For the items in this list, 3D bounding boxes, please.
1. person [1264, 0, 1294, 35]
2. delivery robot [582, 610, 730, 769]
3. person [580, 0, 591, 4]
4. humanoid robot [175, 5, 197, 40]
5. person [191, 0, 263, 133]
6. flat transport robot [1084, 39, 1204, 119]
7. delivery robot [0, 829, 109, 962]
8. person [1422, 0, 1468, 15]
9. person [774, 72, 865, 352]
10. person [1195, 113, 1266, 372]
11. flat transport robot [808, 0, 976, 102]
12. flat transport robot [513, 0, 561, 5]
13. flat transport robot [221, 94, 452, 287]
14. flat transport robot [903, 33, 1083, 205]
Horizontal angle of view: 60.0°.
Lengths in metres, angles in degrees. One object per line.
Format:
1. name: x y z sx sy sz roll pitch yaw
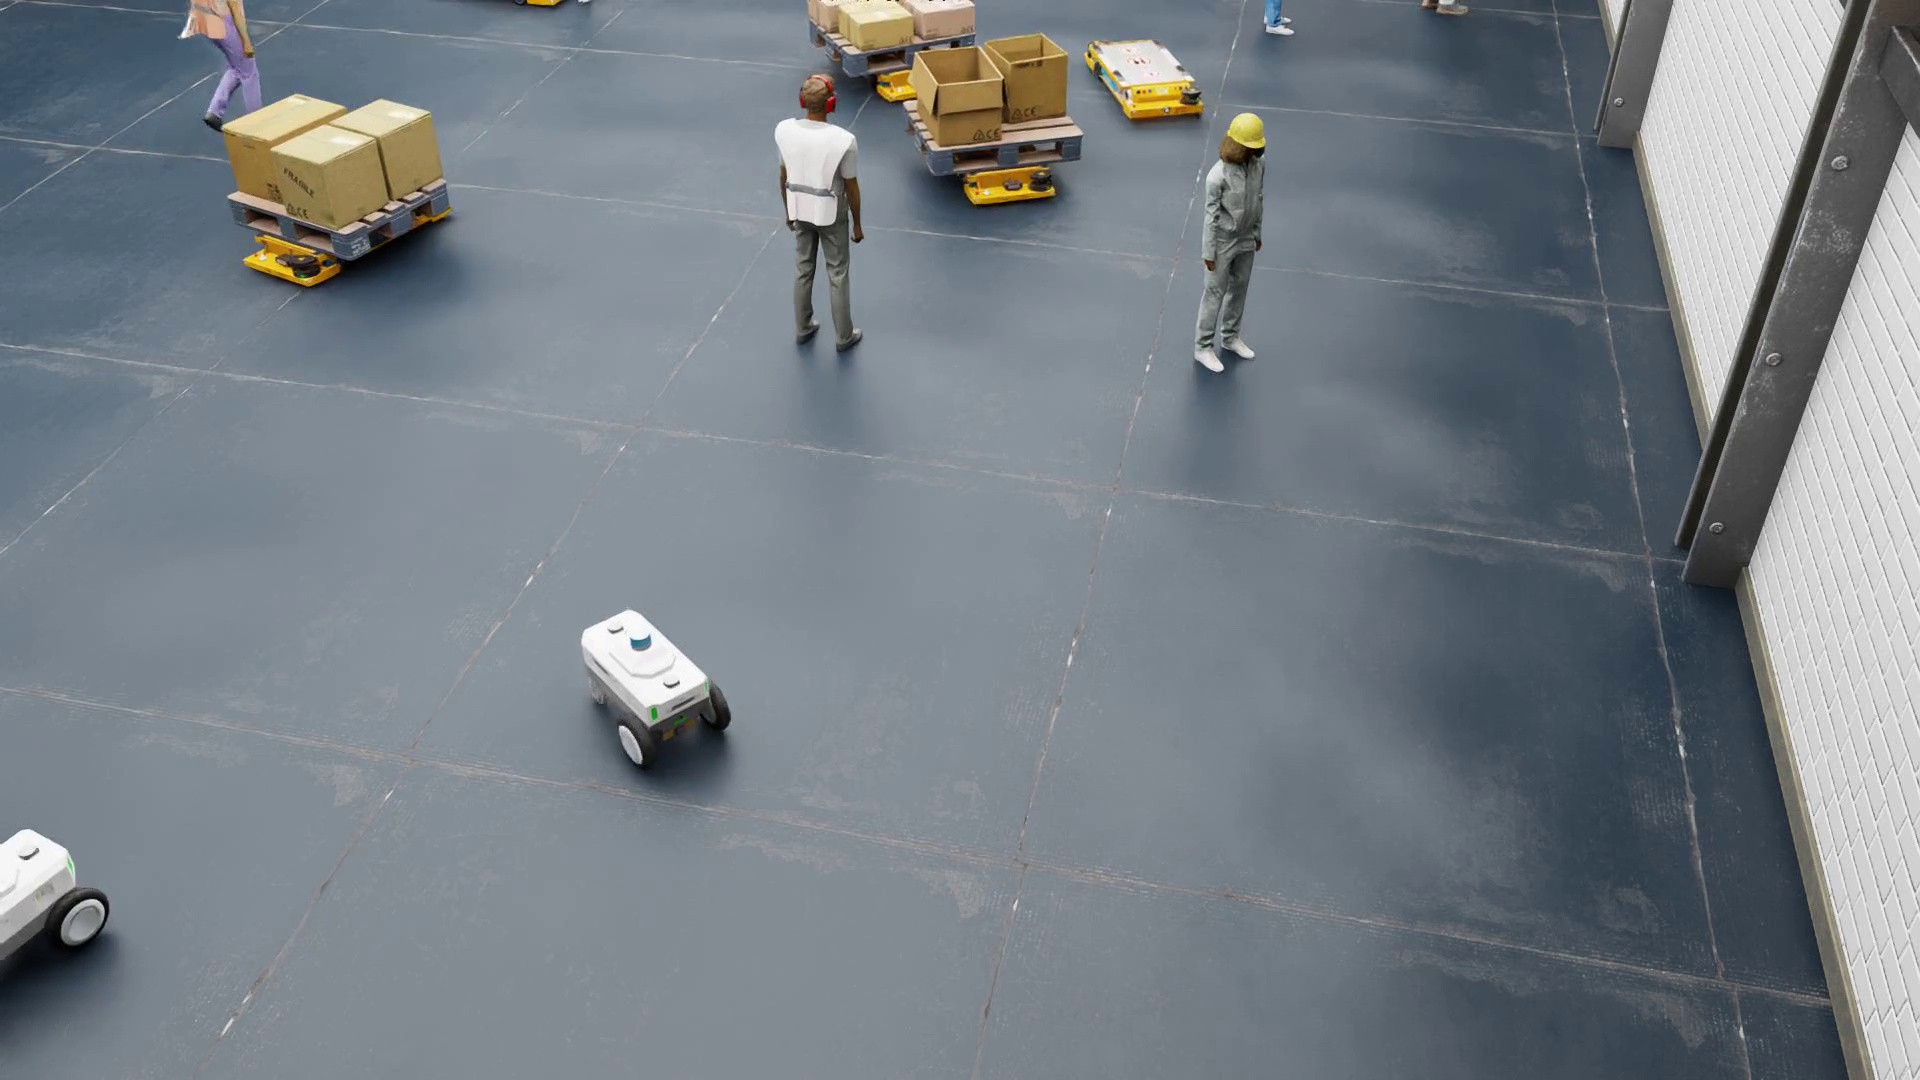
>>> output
1. person: 3.029 -5.621 15.521 0.365 1.729 0.495 4 37 5
2. delivery robot: -1.510 0.693 8.066 0.499 0.612 0.814 -27 44 -31
3. person: -3.778 -6.158 16.342 0.527 1.599 0.719 2 37 2
4. humanoid robot: -7.231 -5.688 15.634 0.531 1.774 0.993 14 39 18
5. person: -5.908 -4.083 13.383 0.567 1.820 0.513 26 44 31
6. flat transport robot: 1.610 -4.099 14.703 0.659 0.231 1.431 -8 37 -10
7. delivery robot: -4.013 1.557 6.909 0.509 0.610 0.781 18 40 23
8. person: 4.779 -5.977 15.875 0.423 1.878 0.579 1 37 2
9. person: -0.902 -2.073 10.687 0.559 1.835 0.381 14 39 18
10. person: 1.730 -1.877 10.509 0.489 1.731 0.321 -27 44 -31
11. flat transport robot: -0.610 -4.322 15.002 0.659 0.231 1.431 -16 40 -20
12. flat transport robot: -4.583 -5.640 16.766 1.431 0.231 0.659 10 38 14
13. flat transport robot: -4.516 -2.303 12.301 0.659 0.231 1.431 19 41 24
14. flat transport robot: 0.236 -3.086 13.348 0.659 0.231 1.431 -9 38 -12
